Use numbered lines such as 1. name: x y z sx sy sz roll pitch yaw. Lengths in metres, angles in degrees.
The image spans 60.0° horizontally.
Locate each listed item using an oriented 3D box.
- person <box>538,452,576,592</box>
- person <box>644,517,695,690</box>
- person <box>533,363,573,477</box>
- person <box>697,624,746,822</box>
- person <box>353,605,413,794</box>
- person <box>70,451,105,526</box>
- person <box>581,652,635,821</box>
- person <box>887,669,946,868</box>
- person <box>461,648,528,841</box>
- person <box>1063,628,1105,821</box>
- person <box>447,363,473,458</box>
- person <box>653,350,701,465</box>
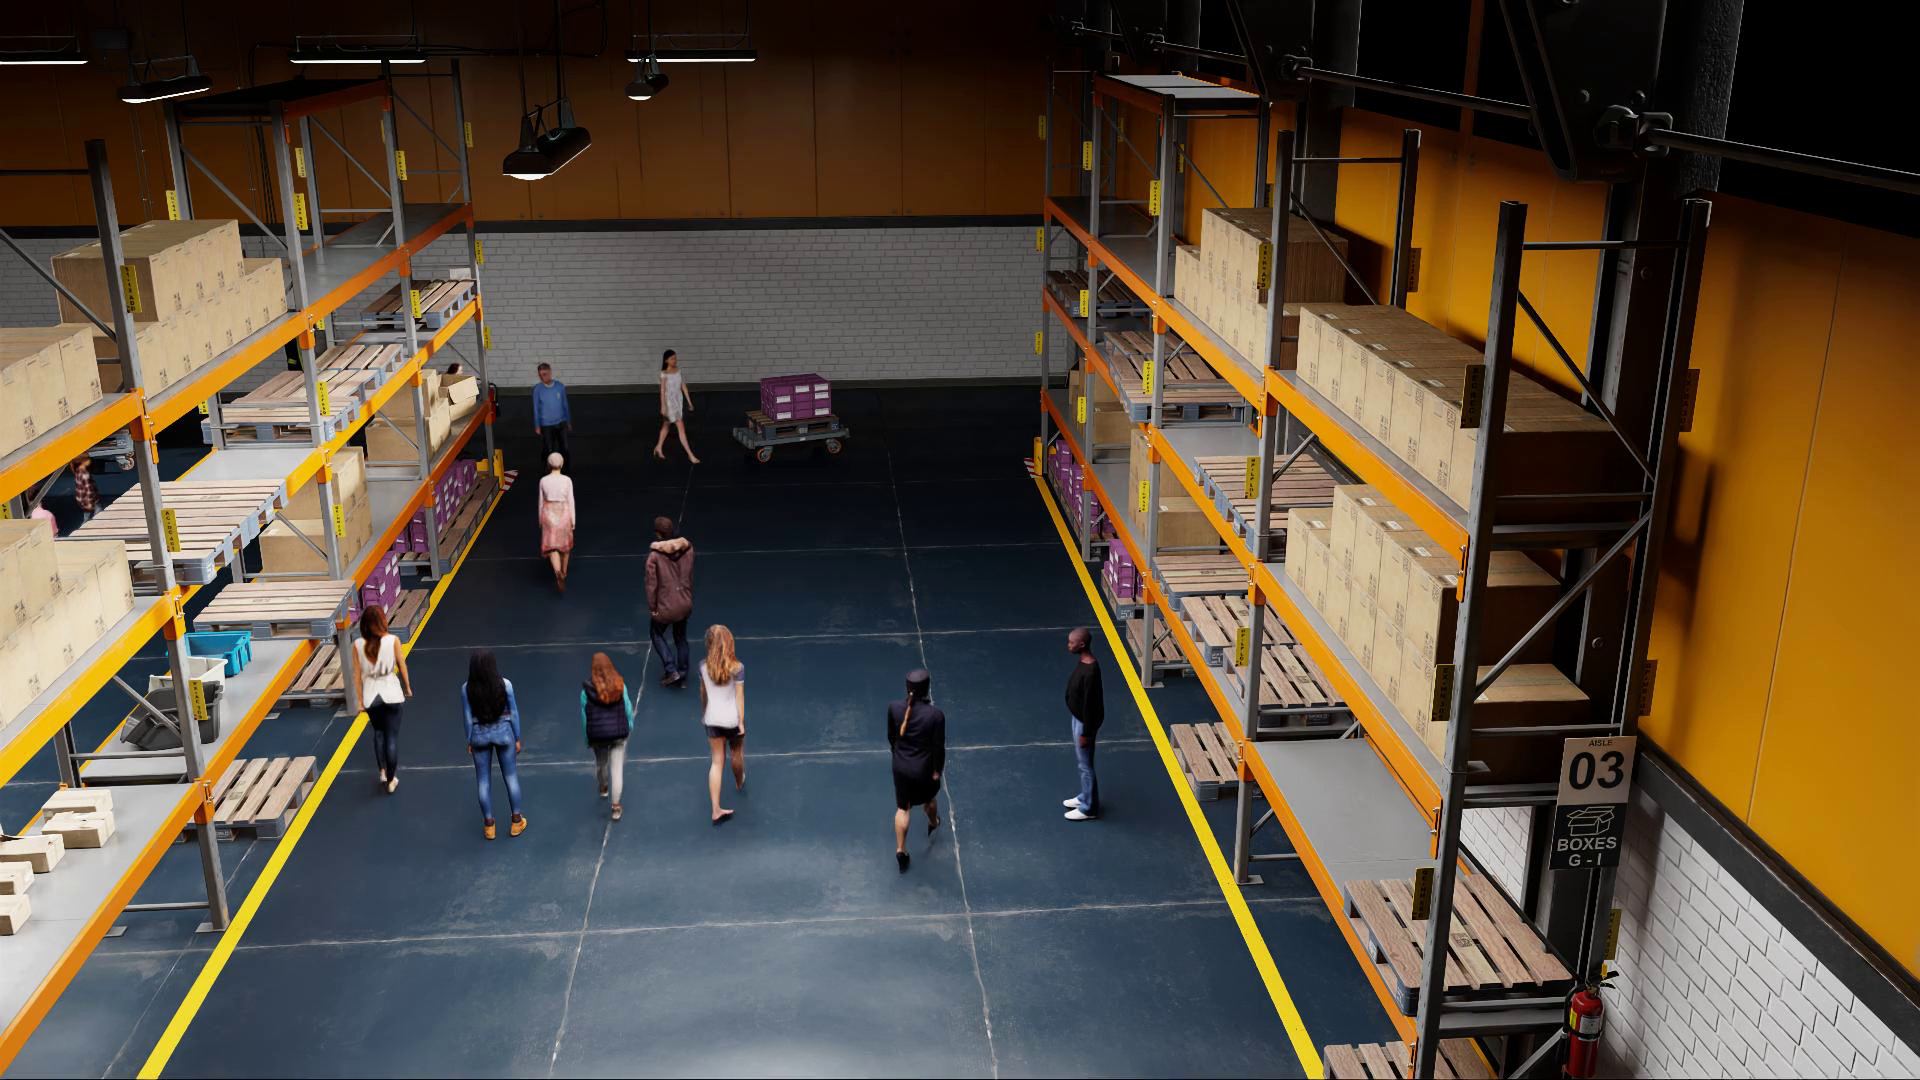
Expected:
1. person: -4.826 -0.202 19.921 0.783 1.670 1.051 -7 20 -19
2. person: -2.907 0.677 17.057 0.875 1.831 0.896 -15 23 -37
3. person: -5.962 -1.727 24.259 0.938 1.790 1.099 -12 22 -31
4. person: -2.069 1.632 14.473 0.838 1.670 1.101 7 20 19
5. person: -5.162 1.453 14.843 0.594 1.774 0.573 -3 19 -8
6. person: -11.282 -0.502 21.402 0.718 1.293 0.775 16 24 39
7. person: -3.063 1.729 14.505 0.615 1.467 0.896 -3 19 -8
8. person: -0.411 1.911 13.710 0.923 1.630 1.154 5 19 15
9. person: -3.969 1.722 14.139 0.618 1.713 0.536 -3 19 -9
10. person: 1.106 1.584 14.500 0.659 1.744 0.489 -2 19 -7
11. person: -7.767 -1.978 25.503 0.665 1.472 0.488 -2 19 -6
12. person: -4.404 -1.995 25.167 1.145 1.719 1.165 12 22 32
